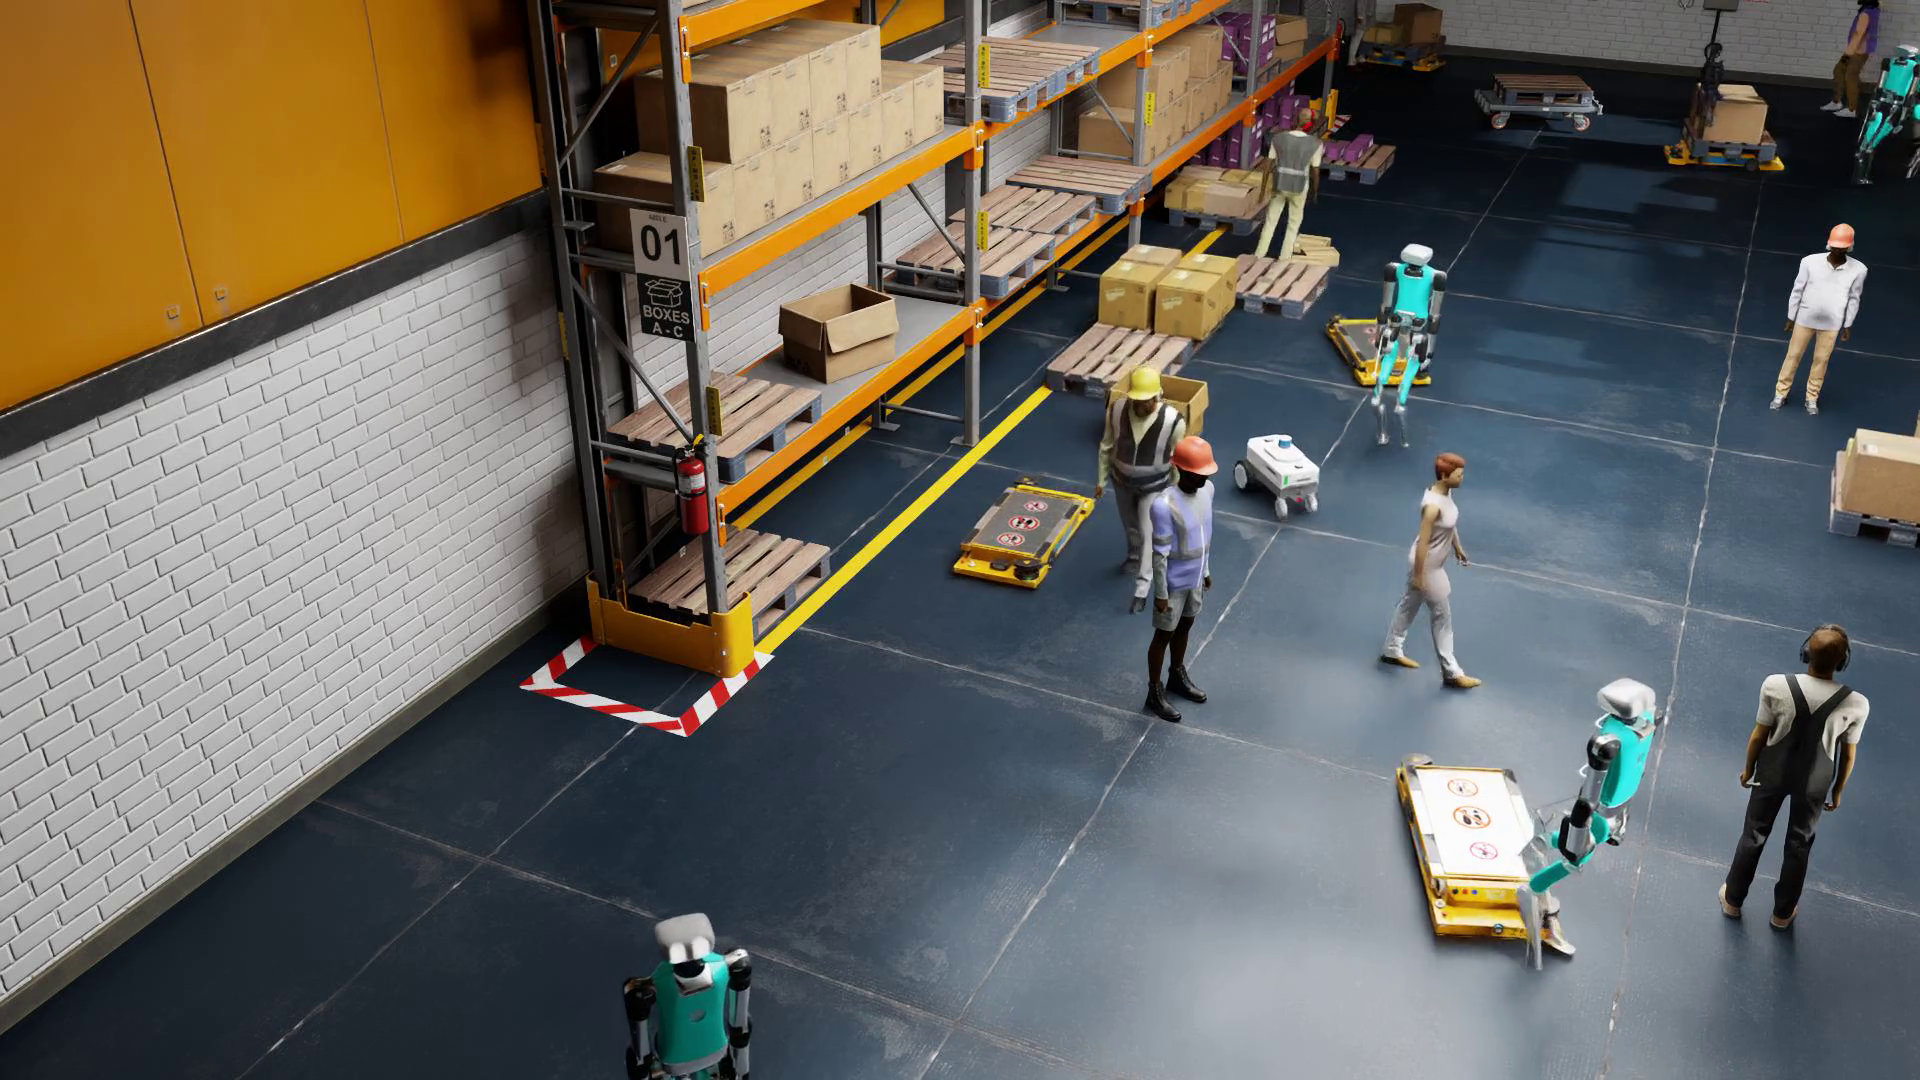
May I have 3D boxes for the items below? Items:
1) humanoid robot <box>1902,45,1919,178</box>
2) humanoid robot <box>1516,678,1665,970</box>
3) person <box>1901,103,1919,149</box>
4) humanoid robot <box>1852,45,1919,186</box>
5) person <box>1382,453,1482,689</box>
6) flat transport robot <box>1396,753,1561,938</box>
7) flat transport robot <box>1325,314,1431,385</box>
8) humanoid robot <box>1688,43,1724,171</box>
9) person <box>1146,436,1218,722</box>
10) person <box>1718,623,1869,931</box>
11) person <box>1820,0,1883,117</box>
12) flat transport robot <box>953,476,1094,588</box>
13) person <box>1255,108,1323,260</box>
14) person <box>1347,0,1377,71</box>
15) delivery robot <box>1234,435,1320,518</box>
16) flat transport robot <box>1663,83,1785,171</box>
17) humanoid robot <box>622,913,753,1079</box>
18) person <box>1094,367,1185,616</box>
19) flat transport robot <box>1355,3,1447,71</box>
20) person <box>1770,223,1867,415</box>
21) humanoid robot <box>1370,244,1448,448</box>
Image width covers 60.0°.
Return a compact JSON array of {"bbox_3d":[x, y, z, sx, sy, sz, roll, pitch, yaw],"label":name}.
[{"bbox_3d":[12.571,-5.578,21.553,0.845,1.780,0.530,-13,31,-23],"label":"humanoid robot"},{"bbox_3d":[3.105,1.454,8.553,0.540,1.864,0.681,-22,35,-35],"label":"humanoid robot"},{"bbox_3d":[13.182,-6.238,22.614,0.469,1.861,0.595,25,37,38],"label":"person"},{"bbox_3d":[11.628,-5.301,21.078,0.745,1.840,0.531,-17,33,-28],"label":"humanoid robot"},{"bbox_3d":[3.202,0.189,10.931,0.722,1.632,0.442,11,30,19],"label":"person"},{"bbox_3d":[2.940,1.728,9.524,0.659,0.231,1.431,2,28,4],"label":"flat transport robot"},{"bbox_3d":[4.051,-1.850,16.158,0.659,0.231,1.431,-1,28,-3],"label":"flat transport robot"},{"bbox_3d":[9.819,-5.669,21.771,0.426,1.637,0.590,2,28,3],"label":"humanoid robot"},{"bbox_3d":[1.419,0.228,10.550,0.352,1.938,0.543,24,37,37],"label":"person"},{"bbox_3d":[4.379,1.251,8.751,0.507,1.845,0.345,13,31,23],"label":"person"},{"bbox_3d":[12.997,-7.161,24.267,0.666,1.910,0.568,16,32,28],"label":"person"},{"bbox_3d":[0.514,-0.074,12.865,0.659,0.231,1.431,11,30,19],"label":"flat transport robot"},{"bbox_3d":[3.583,-3.808,18.172,0.663,1.806,0.441,12,31,21],"label":"person"},{"bbox_3d":[6.577,-8.548,26.942,0.362,1.825,0.509,25,37,38],"label":"person"},{"bbox_3d":[2.597,-0.561,13.482,0.499,0.609,0.805,-9,30,-16],"label":"delivery robot"},{"bbox_3d":[10.239,-5.163,22.302,1.431,0.231,0.659,7,29,13],"label":"flat transport robot"},{"bbox_3d":[-1.214,2.203,7.154,0.549,1.757,1.069,-13,31,-23],"label":"humanoid robot"},{"bbox_3d":[1.285,-0.435,11.955,0.612,1.797,0.813,12,30,20],"label":"person"},{"bbox_3d":[7.251,-7.989,27.542,1.431,0.231,0.659,20,34,32],"label":"flat transport robot"},{"bbox_3d":[7.659,-1.969,14.813,0.560,1.752,0.329,12,31,21],"label":"person"},{"bbox_3d":[3.703,-1.551,14.089,0.532,1.831,0.683,16,32,28],"label":"humanoid robot"}]
